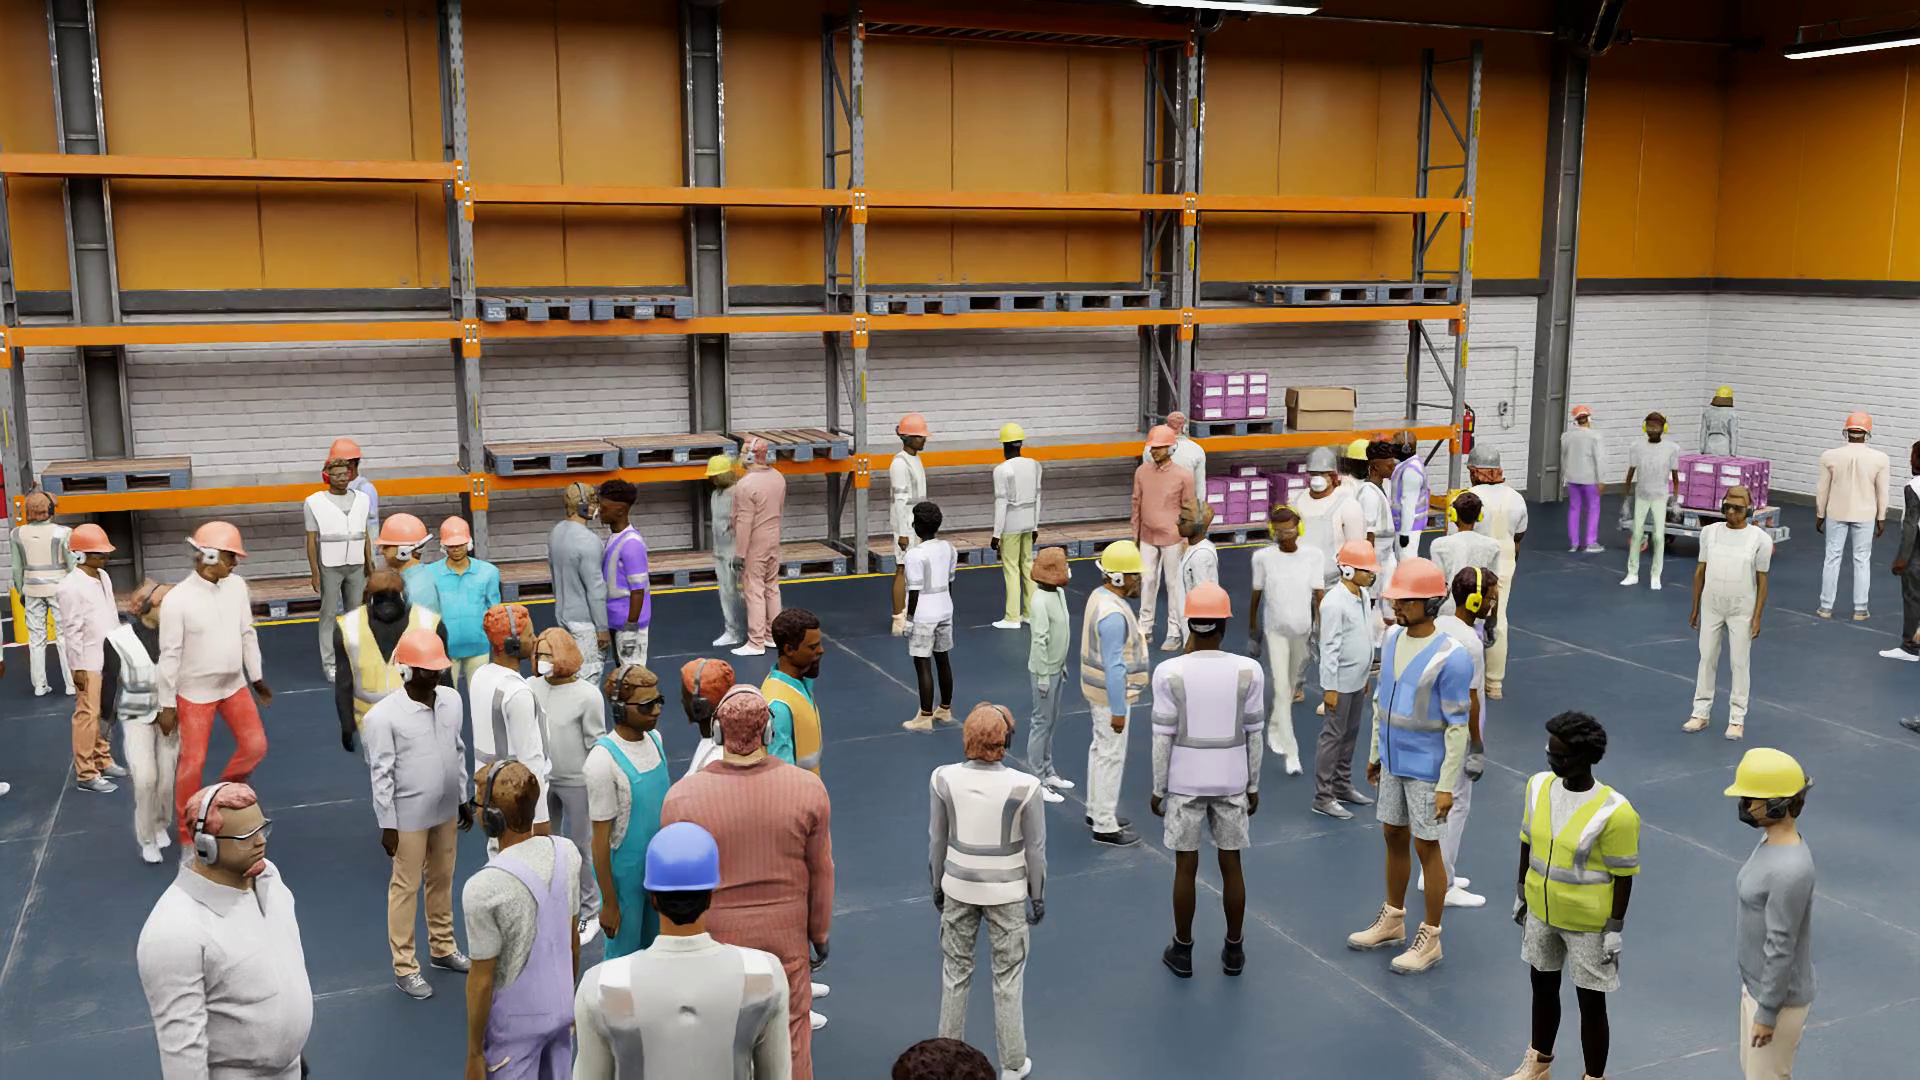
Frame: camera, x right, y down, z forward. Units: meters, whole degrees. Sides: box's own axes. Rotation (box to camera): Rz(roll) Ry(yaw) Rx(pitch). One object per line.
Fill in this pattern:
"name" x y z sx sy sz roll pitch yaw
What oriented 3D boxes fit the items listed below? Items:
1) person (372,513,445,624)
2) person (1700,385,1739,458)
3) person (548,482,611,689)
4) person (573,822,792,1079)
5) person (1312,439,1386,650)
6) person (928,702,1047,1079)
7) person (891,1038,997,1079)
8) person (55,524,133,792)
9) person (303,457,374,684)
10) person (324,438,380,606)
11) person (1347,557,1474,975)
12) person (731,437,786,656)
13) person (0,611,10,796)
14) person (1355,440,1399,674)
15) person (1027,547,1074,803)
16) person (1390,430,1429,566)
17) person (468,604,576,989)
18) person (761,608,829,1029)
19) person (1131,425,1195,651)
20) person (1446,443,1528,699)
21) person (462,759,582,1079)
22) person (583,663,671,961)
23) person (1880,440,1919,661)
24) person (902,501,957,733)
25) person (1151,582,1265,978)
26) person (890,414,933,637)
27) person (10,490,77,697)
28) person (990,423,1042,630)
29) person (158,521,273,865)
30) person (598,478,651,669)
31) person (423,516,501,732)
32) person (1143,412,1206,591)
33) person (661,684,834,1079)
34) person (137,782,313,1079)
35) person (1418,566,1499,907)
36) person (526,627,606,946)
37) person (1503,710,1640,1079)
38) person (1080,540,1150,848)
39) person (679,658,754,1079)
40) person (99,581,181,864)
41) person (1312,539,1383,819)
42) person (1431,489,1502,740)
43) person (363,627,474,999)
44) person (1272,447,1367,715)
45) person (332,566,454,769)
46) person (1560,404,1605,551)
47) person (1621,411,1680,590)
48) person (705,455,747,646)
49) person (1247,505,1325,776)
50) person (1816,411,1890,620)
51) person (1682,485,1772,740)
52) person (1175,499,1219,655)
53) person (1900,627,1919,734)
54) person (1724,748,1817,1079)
"person" -3.209 0.828 9.773 0.380 1.995 0.611 -3 10 -15
"person" 10.067 -1.179 22.062 0.324 1.742 0.492 -8 13 -39
"person" -2.602 0.558 11.492 0.372 1.940 0.632 -8 13 -39
"person" -0.771 1.746 4.682 0.619 1.932 0.420 -3 10 -18
"person" 3.486 0.047 14.622 0.921 1.874 0.602 6 12 33
"person" 0.113 1.492 7.000 0.517 1.631 0.313 3 10 19
"person" 0.011 1.956 3.498 0.399 1.920 0.590 1 10 7
"person" -5.640 0.757 10.878 0.342 1.748 0.573 -1 10 -5
"person" -5.077 0.230 13.644 0.390 1.847 0.563 8 13 39
"person" -5.170 0.095 14.166 0.551 1.934 0.373 9 13 40
"person" 2.199 1.090 8.122 0.377 2.045 0.605 -5 11 -25
"person" -1.781 0.052 14.487 0.411 1.913 0.643 4 11 24
"person" -6.372 0.740 10.504 0.592 1.919 0.392 -4 11 -22
"person" 3.437 0.134 13.895 0.370 1.958 0.598 3 10 15
"person" 0.585 0.849 10.686 0.277 1.636 0.502 3 10 17
"person" 4.205 -0.127 15.764 0.431 1.835 0.623 2 10 10
"person" -2.084 1.225 7.811 0.355 1.883 0.575 -8 13 -39
"person" -0.792 1.247 7.584 0.373 1.917 0.595 0 10 -1
"person" 1.773 -0.021 14.664 0.612 1.996 0.389 7 12 36
"person" 4.018 0.248 12.983 0.684 2.000 0.538 -4 11 -22
"person" -1.469 1.632 5.610 0.341 1.840 0.503 5 11 28
"person" -1.340 1.407 6.870 0.330 1.844 0.520 3 10 17
"person" 8.258 0.085 14.283 0.593 1.918 0.393 -6 12 -33
"person" -0.233 0.560 12.175 0.315 1.696 0.541 7 12 35
"person" 1.185 1.161 8.046 0.542 1.930 0.375 0 10 0
"person" -0.436 -0.138 15.205 0.391 2.040 0.615 2 10 11
"person" -7.165 0.430 13.089 0.520 1.640 0.307 0 10 -3
"person" 0.500 -0.126 15.475 0.384 1.922 0.594 10 14 44
"person" -4.305 0.867 9.616 0.420 1.973 0.695 4 11 23
"person" -2.322 0.545 11.486 0.368 1.967 0.600 -4 11 -22
"person" -3.352 0.705 11.180 0.563 1.751 0.330 -4 11 -23
"person" 2.160 -0.356 16.894 0.656 1.895 0.399 1 10 7
"person" -0.795 1.480 6.275 0.641 1.909 0.409 -2 10 -14
"person" -2.212 1.673 5.164 0.409 1.907 0.651 1 10 4
"person" 2.674 1.050 8.913 0.350 1.856 0.524 -1 10 -8
"person" -2.023 1.240 8.440 0.497 1.634 0.279 4 11 22
"person" 2.457 1.509 6.712 0.317 1.694 0.540 -6 11 -31
"person" 0.916 0.899 9.860 0.403 1.824 0.600 0 10 -1
"person" -0.993 1.398 6.811 0.343 1.882 0.585 -1 10 -7
"person" -4.633 1.051 9.597 0.551 1.600 0.712 -8 12 -38
"person" 2.428 0.852 10.356 0.345 1.743 0.565 7 12 35
"person" 3.504 0.580 11.595 0.511 1.861 0.314 0 10 1
"person" -2.537 1.273 7.910 0.330 1.750 0.559 5 11 27
"person" 2.692 0.304 12.662 0.689 2.000 0.539 9 14 43
"person" -3.209 0.984 9.500 0.628 1.793 0.924 -2 10 -9
"person" 7.300 -0.727 19.538 0.427 1.716 0.595 -8 13 -39
"person" 7.201 -0.418 17.334 0.541 1.866 0.319 6 11 29
"person" -2.028 0.091 14.790 0.485 1.718 0.518 -8 12 -38
"person" 2.226 0.659 11.315 0.496 1.809 0.991 0 10 -2
"person" 8.504 -0.231 15.877 0.612 1.995 0.378 5 11 27
"person" 5.541 0.515 12.006 0.508 1.847 0.345 9 13 41
"person" 1.588 0.631 11.343 0.346 1.847 0.507 1 10 7
"person" 7.060 0.630 11.699 0.528 1.723 0.912 -4 10 -20
"person" 2.883 1.608 5.983 0.342 1.754 0.531 4 10 20
